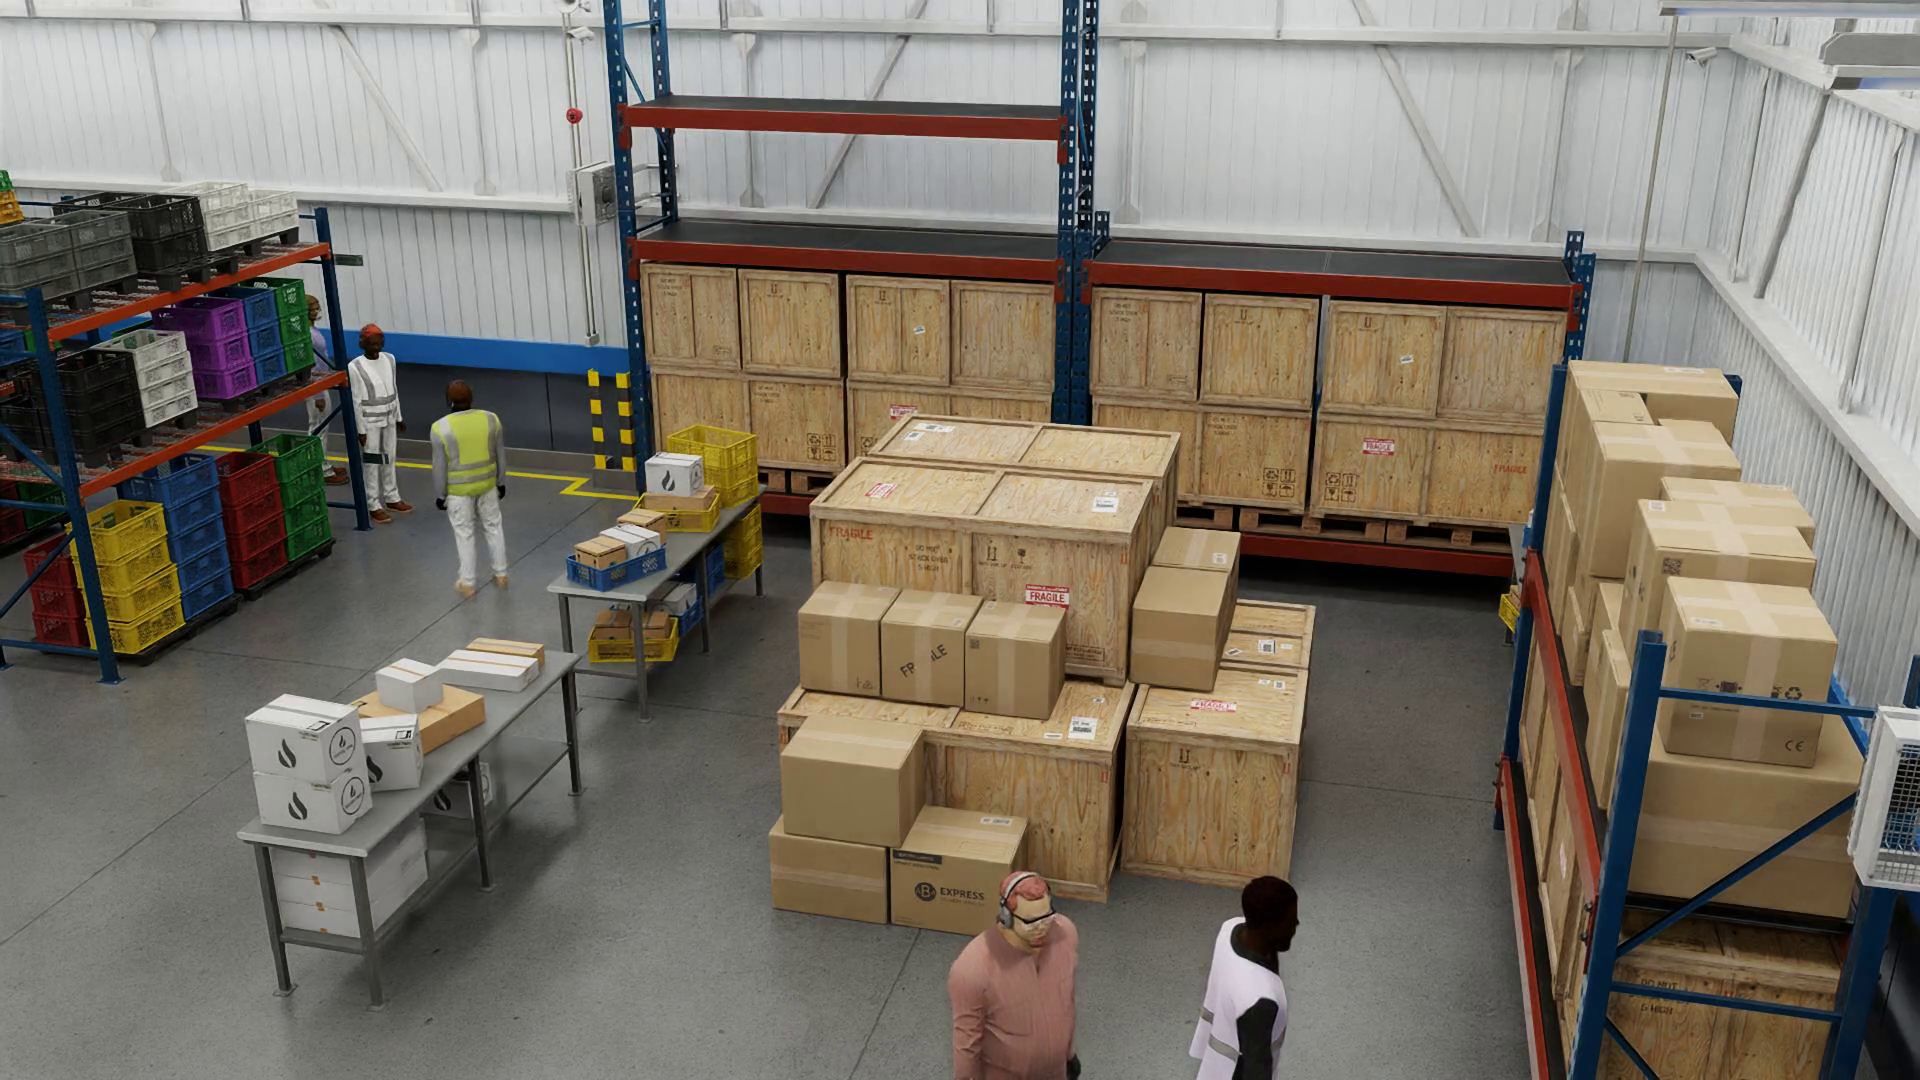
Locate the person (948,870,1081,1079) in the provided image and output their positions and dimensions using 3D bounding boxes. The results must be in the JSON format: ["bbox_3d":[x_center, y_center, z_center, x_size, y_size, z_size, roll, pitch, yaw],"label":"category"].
[{"bbox_3d":[0.263,2.216,6.937,0.643,1.908,0.399,-16,26,-35],"label":"person"}]

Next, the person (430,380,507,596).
[{"bbox_3d":[-4.124,-0.446,13.994,0.634,1.839,0.429,-16,26,-36],"label":"person"}]

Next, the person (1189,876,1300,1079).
[{"bbox_3d":[1.159,2.231,6.904,0.391,1.909,0.584,-1,21,-2],"label":"person"}]

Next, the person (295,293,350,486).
[{"bbox_3d":[-6.427,-1.507,16.632,0.366,1.939,0.635,-8,22,-21],"label":"person"}]

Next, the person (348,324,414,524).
[{"bbox_3d":[-5.470,-1.111,15.669,0.359,1.885,0.575,10,23,24],"label":"person"}]
